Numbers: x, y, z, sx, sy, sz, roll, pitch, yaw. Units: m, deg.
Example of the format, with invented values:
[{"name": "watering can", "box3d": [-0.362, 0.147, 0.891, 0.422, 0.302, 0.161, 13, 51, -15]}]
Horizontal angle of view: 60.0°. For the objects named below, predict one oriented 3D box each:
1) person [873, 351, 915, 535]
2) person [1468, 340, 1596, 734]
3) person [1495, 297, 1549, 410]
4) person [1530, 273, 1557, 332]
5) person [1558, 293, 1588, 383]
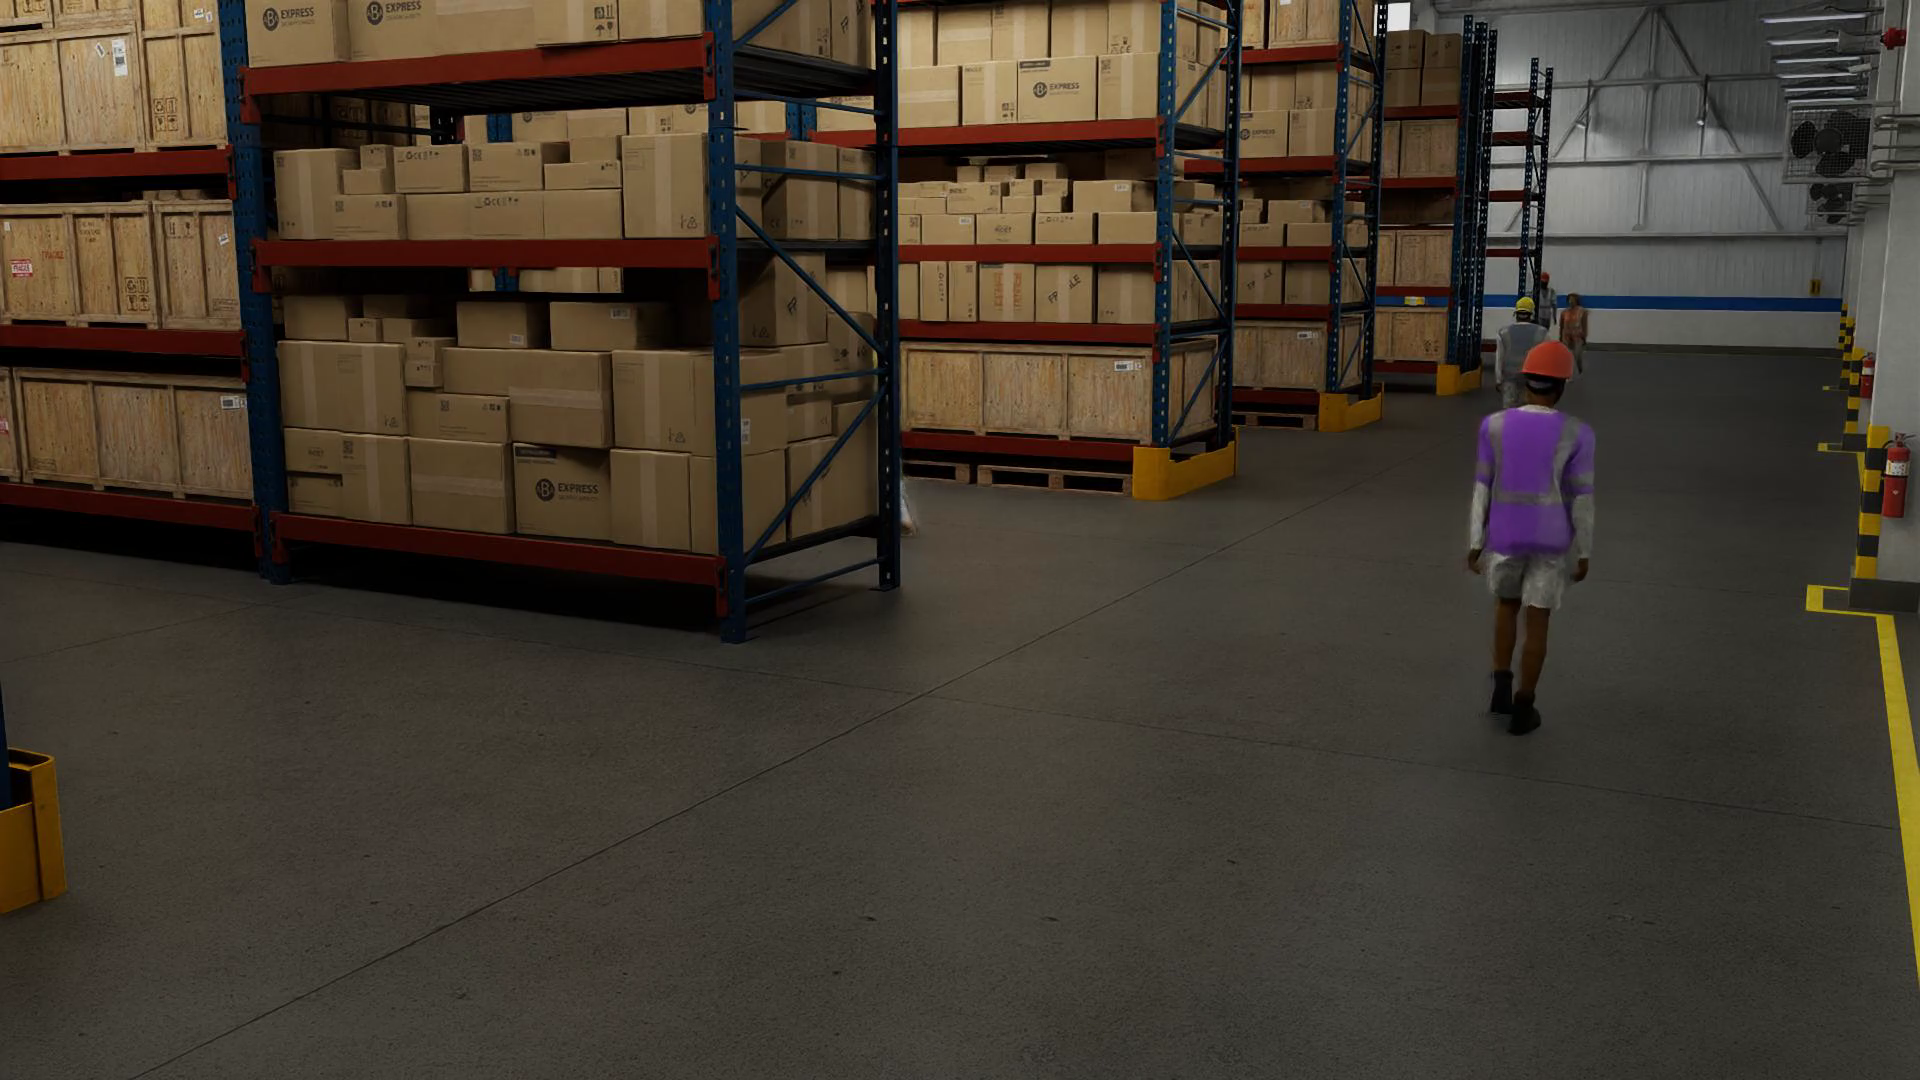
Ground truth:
[{"name": "person", "box3d": [-0.806, -0.896, 13.648, 0.984, 1.785, 0.719, 3, 10, 17]}, {"name": "person", "box3d": [2.799, -0.015, 8.119, 0.572, 1.912, 0.474, 6, 12, 33]}, {"name": "person", "box3d": [6.429, -1.860, 19.042, 0.586, 1.833, 0.404, 3, 10, 19]}, {"name": "person", "box3d": [12.828, -4.931, 36.657, 0.545, 1.904, 0.955, 1, 10, 4]}, {"name": "person", "box3d": [10.981, -3.613, 29.782, 0.531, 1.624, 0.453, 7, 12, 37]}]
